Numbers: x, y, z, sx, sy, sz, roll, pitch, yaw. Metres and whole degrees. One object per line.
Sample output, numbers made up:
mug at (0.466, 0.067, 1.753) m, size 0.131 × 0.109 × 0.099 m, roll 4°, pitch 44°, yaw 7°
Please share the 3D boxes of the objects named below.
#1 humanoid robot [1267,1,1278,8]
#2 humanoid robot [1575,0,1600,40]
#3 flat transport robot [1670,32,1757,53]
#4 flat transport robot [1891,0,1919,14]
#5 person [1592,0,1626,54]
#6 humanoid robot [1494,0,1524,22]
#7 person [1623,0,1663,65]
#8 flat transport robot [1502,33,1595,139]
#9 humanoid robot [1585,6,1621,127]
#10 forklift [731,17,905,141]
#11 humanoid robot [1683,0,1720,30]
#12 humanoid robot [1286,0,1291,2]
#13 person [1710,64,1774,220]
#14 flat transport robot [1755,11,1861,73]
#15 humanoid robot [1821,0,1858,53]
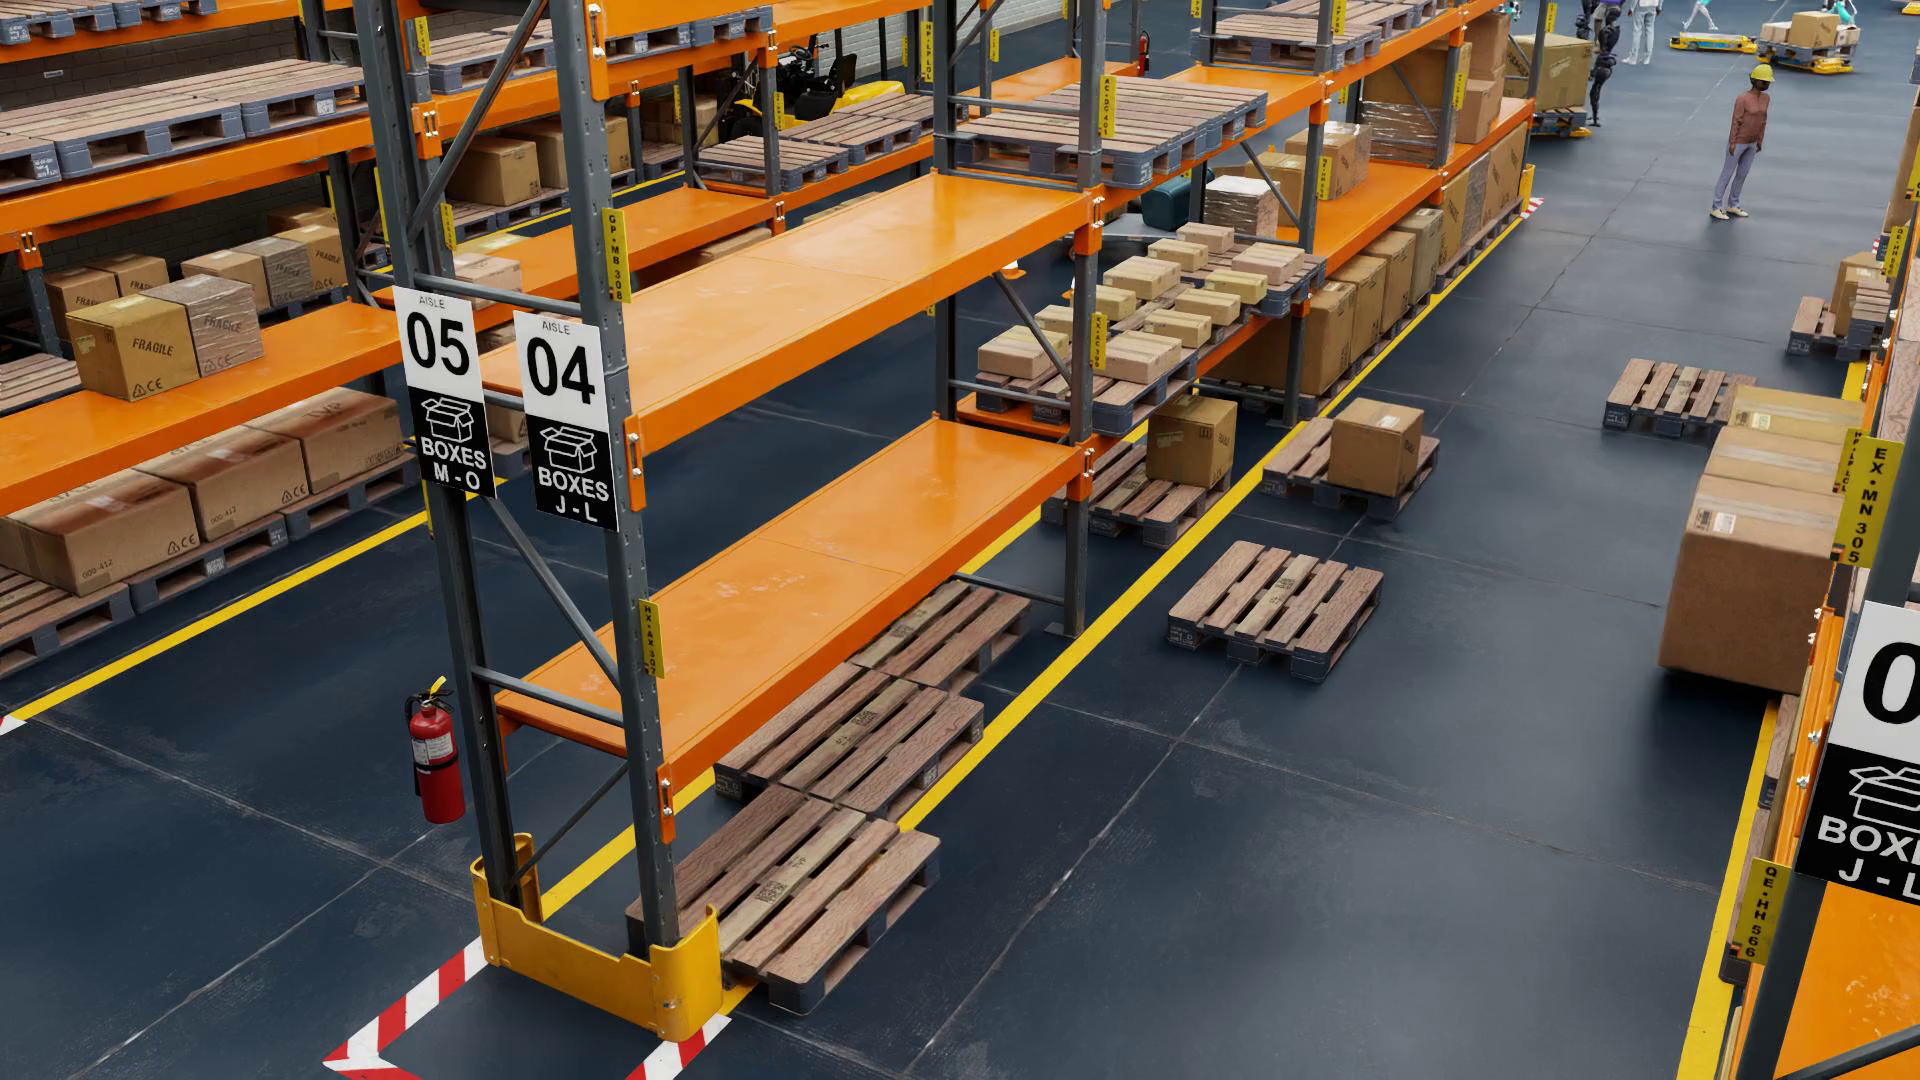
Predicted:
humanoid robot at (4.509, -7.084, 24.489) m, size 0.602 × 1.624 × 0.774 m, roll 16°, pitch 30°, yaw 29°
humanoid robot at (10.143, -8.352, 27.085) m, size 0.431 × 1.639 × 0.614 m, roll 10°, pitch 27°, yaw 19°
flat transport robot at (13.568, -8.959, 29.959) m, size 1.431 × 0.231 × 0.659 m, roll 10°, pitch 27°, yaw 20°
flat transport robot at (19.788, -10.939, 34.071) m, size 0.659 × 0.231 × 1.431 m, roll 17°, pitch 31°, yaw 32°
person at (11.372, -9.477, 29.109) m, size 0.616 × 1.938 × 0.788 m, roll 6°, pitch 26°, yaw 12°
humanoid robot at (9.306, -9.044, 28.540) m, size 0.539 × 1.867 × 0.747 m, roll -5°, pitch 26°, yaw -10°
person at (11.698, -9.091, 28.334) m, size 0.595 × 1.914 × 0.374 m, roll -5°, pitch 26°, yaw -10°
flat transport robot at (8.119, -5.867, 23.534) m, size 1.431 × 0.231 × 0.659 m, roll 0°, pitch 26°, yaw 0°
humanoid robot at (9.151, -6.763, 23.768) m, size 0.382 × 1.654 × 0.601 m, roll 15°, pitch 30°, yaw 29°
forklift at (-1.819, -5.975, 21.543) m, size 2.313 × 2.155 × 1.214 m, roll 14°, pitch 29°, yaw 26°
humanoid robot at (14.247, -10.571, 31.679) m, size 0.871 × 1.828 × 0.560 m, roll 3°, pitch 26°, yaw 6°
humanoid robot at (6.257, -10.167, 30.805) m, size 0.676 × 1.832 × 0.536 m, roll -14°, pitch 29°, yaw -27°
person at (9.046, -4.573, 19.131) m, size 0.521 × 1.760 × 0.341 m, roll -12°, pitch 28°, yaw -23°
flat transport robot at (14.400, -8.171, 28.321) m, size 0.659 × 0.231 × 1.431 m, roll -11°, pitch 28°, yaw -22°
humanoid robot at (15.393, -9.285, 28.997) m, size 0.539 × 1.825 × 0.755 m, roll -10°, pitch 27°, yaw -20°
